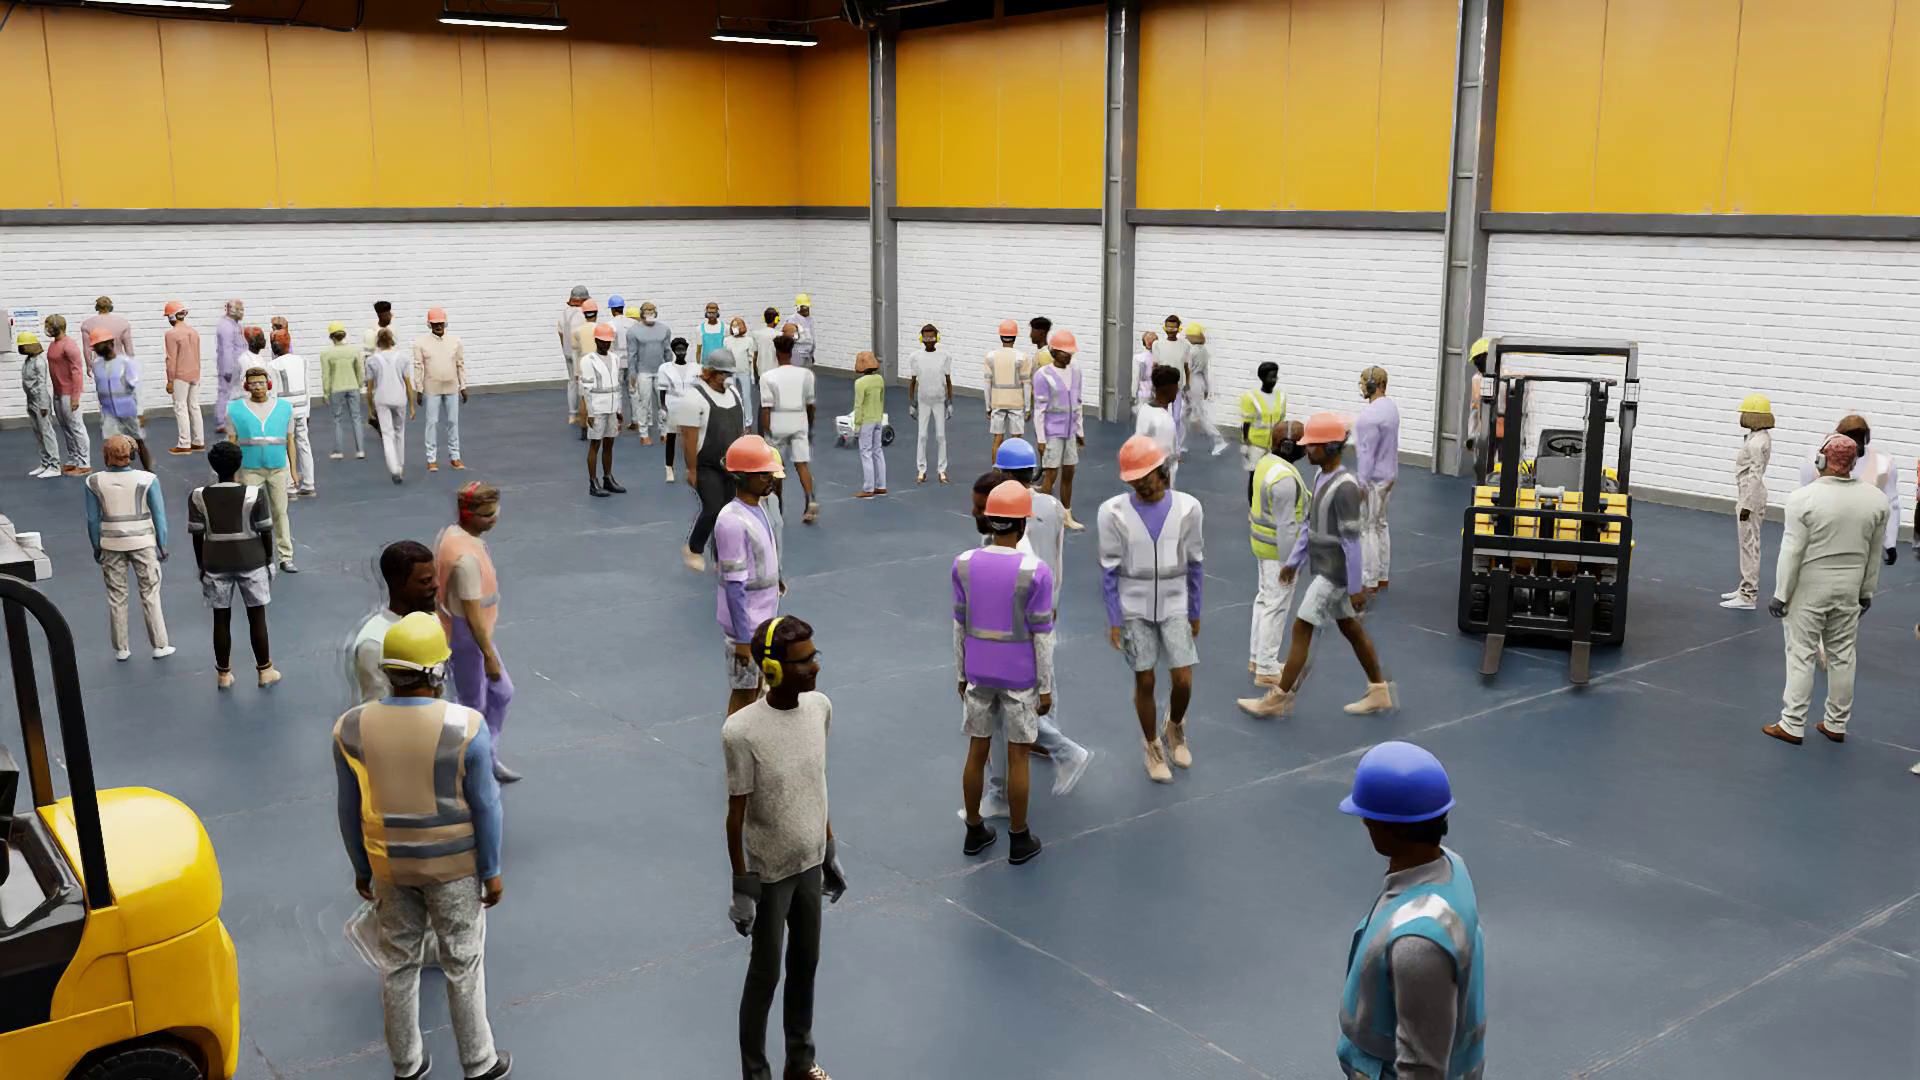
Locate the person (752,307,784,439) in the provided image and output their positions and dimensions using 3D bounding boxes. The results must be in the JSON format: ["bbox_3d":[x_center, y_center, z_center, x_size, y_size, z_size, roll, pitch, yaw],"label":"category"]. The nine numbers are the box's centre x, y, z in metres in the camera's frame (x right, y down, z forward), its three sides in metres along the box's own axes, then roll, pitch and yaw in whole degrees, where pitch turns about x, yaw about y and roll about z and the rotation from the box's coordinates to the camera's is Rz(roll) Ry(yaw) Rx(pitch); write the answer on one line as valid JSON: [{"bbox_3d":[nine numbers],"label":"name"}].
[{"bbox_3d":[-2.525,-2.178,22.216,0.533,1.855,0.346,3,12,16],"label":"person"}]

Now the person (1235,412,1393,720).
[{"bbox_3d":[2.323,0.179,10.526,1.032,1.985,0.601,1,12,4],"label":"person"}]

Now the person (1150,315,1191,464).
[{"bbox_3d":[2.626,-1.869,20.691,0.516,1.865,0.325,-1,12,-3],"label":"person"}]

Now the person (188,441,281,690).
[{"bbox_3d":[-4.890,0.173,11.226,0.540,1.700,0.316,-2,12,-10],"label":"person"}]

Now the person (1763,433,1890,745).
[{"bbox_3d":[5.235,0.301,10.108,0.651,1.907,0.409,-1,12,-7],"label":"person"}]

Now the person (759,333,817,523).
[{"bbox_3d":[-1.734,-1.141,17.004,0.620,1.940,0.888,-5,13,-23],"label":"person"}]

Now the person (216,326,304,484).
[{"bbox_3d":[-8.175,-1.546,19.215,0.990,1.843,0.571,0,12,0],"label":"person"}]

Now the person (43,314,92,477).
[{"bbox_3d":[-10.638,-1.721,19.800,0.636,1.936,0.355,10,16,41],"label":"person"}]

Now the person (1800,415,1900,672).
[{"bbox_3d":[6.310,-0.002,11.852,0.620,1.797,0.963,3,12,13],"label":"person"}]

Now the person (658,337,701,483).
[{"bbox_3d":[-3.254,-1.520,19.408,0.532,1.697,0.322,-5,13,-24],"label":"person"}]

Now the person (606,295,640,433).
[{"bbox_3d":[-4.779,-2.479,23.463,0.604,1.939,0.416,-10,15,-39],"label":"person"}]

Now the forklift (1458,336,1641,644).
[{"bbox_3d":[4.683,-0.471,13.136,1.214,2.155,2.313,4,12,20],"label":"forklift"}]

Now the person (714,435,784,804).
[{"bbox_3d":[-1.131,0.439,9.106,0.378,2.045,0.605,1,12,4],"label":"person"}]

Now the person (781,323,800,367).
[{"bbox_3d":[-2.277,-2.098,22.357,0.284,1.633,0.497,3,12,16],"label":"person"}]

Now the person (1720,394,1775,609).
[{"bbox_3d":[6.379,-0.315,13.476,0.300,1.743,0.493,6,13,27],"label":"person"}]

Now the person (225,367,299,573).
[{"bbox_3d":[-6.127,-0.609,14.647,0.565,1.846,0.390,-7,14,-32],"label":"person"}]

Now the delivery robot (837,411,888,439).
[{"bbox_3d":[-1.299,-1.562,22.160,0.477,0.478,0.707,11,16,42],"label":"delivery robot"}]

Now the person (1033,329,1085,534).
[{"bbox_3d":[1.001,-1.060,16.390,0.617,2.029,0.409,-10,15,-40],"label":"person"}]

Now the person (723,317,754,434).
[{"bbox_3d":[-3.108,-2.310,23.383,0.497,1.633,0.284,3,12,12],"label":"person"}]

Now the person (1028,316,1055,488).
[{"bbox_3d":[0.919,-1.571,19.024,0.404,1.959,0.656,0,12,2],"label":"person"}]

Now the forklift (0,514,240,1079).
[{"bbox_3d":[-3.687,1.115,5.480,2.313,2.155,1.214,-9,15,-36],"label":"forklift"}]

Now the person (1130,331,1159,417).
[{"bbox_3d":[2.381,-1.797,20.889,0.522,1.640,0.306,-5,13,-21],"label":"person"}]

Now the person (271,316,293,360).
[{"bbox_3d":[-9.538,-2.334,23.480,0.310,1.642,0.514,-3,12,-12],"label":"person"}]

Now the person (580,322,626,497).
[{"bbox_3d":[-3.954,-1.455,18.523,0.376,1.933,0.545,7,14,31],"label":"person"}]

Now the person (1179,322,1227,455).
[{"bbox_3d":[3.100,-1.958,21.515,0.858,1.708,0.483,7,14,30],"label":"person"}]

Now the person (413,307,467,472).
[{"bbox_3d":[-6.295,-1.831,20.187,0.623,1.992,0.392,-7,14,-31],"label":"person"}]

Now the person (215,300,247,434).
[{"bbox_3d":[-10.211,-2.436,23.437,0.673,1.872,0.673,-3,12,-13],"label":"person"}]

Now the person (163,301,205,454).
[{"bbox_3d":[-10.064,-2.101,21.539,0.411,1.980,0.629,2,12,10],"label":"person"}]

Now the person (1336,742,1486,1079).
[{"bbox_3d":[1.167,1.467,4.391,0.402,1.941,0.602,4,12,17],"label":"person"}]

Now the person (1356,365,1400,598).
[{"bbox_3d":[3.465,-0.492,13.899,0.367,1.926,0.637,7,14,31],"label":"person"}]

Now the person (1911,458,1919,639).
[{"bbox_3d":[7.061,-0.057,11.833,0.664,1.906,0.955,-1,12,-3],"label":"person"}]
